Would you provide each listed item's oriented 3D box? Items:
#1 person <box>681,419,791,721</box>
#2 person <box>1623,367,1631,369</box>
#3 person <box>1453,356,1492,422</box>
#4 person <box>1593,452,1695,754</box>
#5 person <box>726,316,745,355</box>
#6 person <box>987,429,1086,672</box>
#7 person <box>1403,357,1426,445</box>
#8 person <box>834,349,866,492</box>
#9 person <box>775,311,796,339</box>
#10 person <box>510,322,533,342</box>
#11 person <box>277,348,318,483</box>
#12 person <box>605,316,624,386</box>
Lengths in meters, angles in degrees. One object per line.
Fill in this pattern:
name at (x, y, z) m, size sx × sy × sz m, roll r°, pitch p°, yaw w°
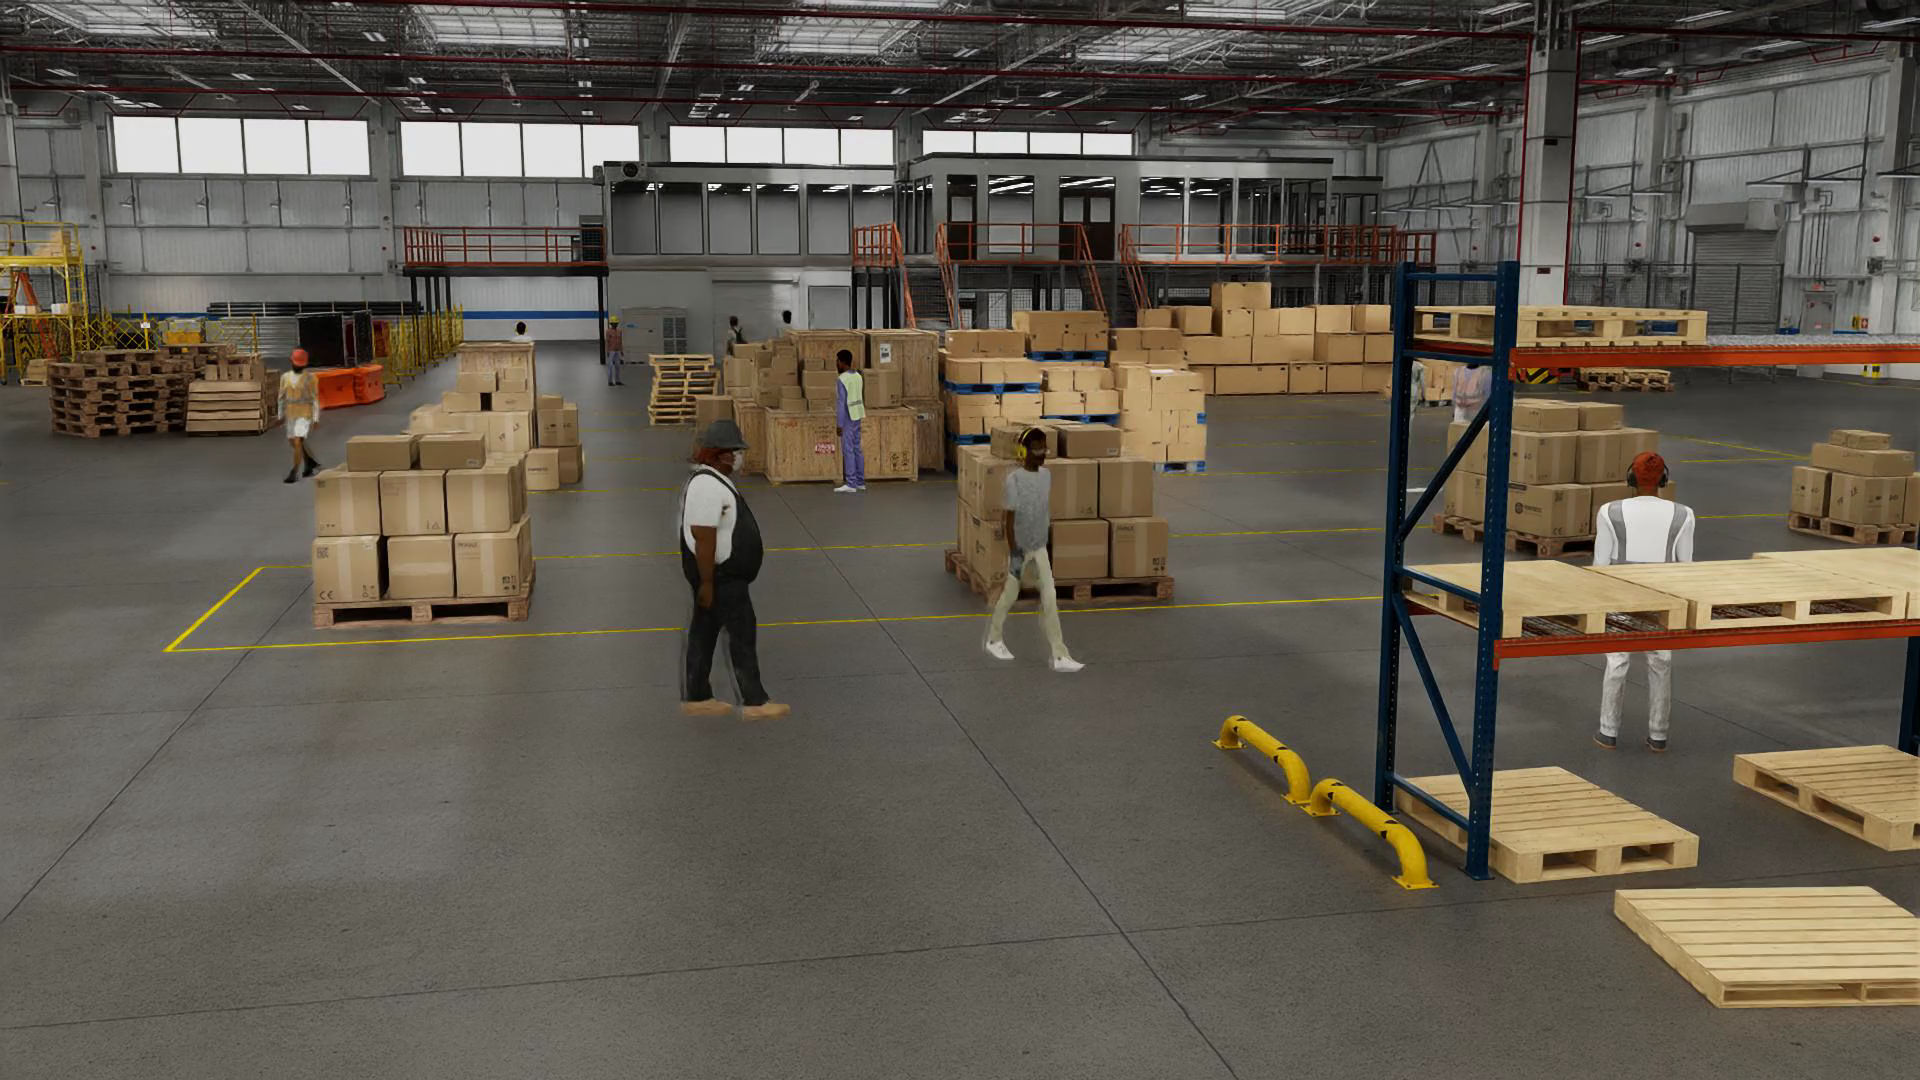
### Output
person at (-1.466, 0.189, 11.023) m, size 0.833 × 2.000 × 0.711 m, roll -1°, pitch 9°, yaw -7°
person at (18.072, -5.450, 45.754) m, size 0.763 × 1.927 × 0.614 m, roll 5°, pitch 11°, yaw 29°
person at (7.612, -1.945, 24.790) m, size 0.635 × 1.800 × 0.870 m, roll 8°, pitch 12°, yaw 39°
person at (4.222, 0.388, 10.328) m, size 0.574 × 1.876 × 0.356 m, roll 3°, pitch 10°, yaw 15°
person at (-5.433, -4.533, 40.439) m, size 0.547 × 1.831 × 0.464 m, roll -8°, pitch 12°, yaw -40°
person at (0.518, 0.067, 12.465) m, size 0.545 × 1.816 × 1.000 m, roll -8°, pitch 12°, yaw -41°
person at (7.637, -2.463, 28.252) m, size 0.499 × 1.693 × 0.911 m, roll 5°, pitch 11°, yaw 28°
person at (-1.476, -1.600, 22.346) m, size 0.395 × 1.910 × 0.586 m, roll 4°, pitch 10°, yaw 21°
person at (-4.319, -4.789, 41.773) m, size 0.615 × 1.919 × 0.976 m, roll 7°, pitch 12°, yaw 36°
person at (-9.191, -3.648, 34.935) m, size 0.534 × 1.869 × 0.311 m, roll -4°, pitch 10°, yaw -24°
person at (-9.301, -1.767, 23.397) m, size 0.594 × 1.905 × 0.714 m, roll 2°, pitch 9°, yaw 9°
person at (-8.775, -4.801, 42.281) m, size 0.313 × 1.768 × 0.528 m, roll 7°, pitch 12°, yaw 37°
